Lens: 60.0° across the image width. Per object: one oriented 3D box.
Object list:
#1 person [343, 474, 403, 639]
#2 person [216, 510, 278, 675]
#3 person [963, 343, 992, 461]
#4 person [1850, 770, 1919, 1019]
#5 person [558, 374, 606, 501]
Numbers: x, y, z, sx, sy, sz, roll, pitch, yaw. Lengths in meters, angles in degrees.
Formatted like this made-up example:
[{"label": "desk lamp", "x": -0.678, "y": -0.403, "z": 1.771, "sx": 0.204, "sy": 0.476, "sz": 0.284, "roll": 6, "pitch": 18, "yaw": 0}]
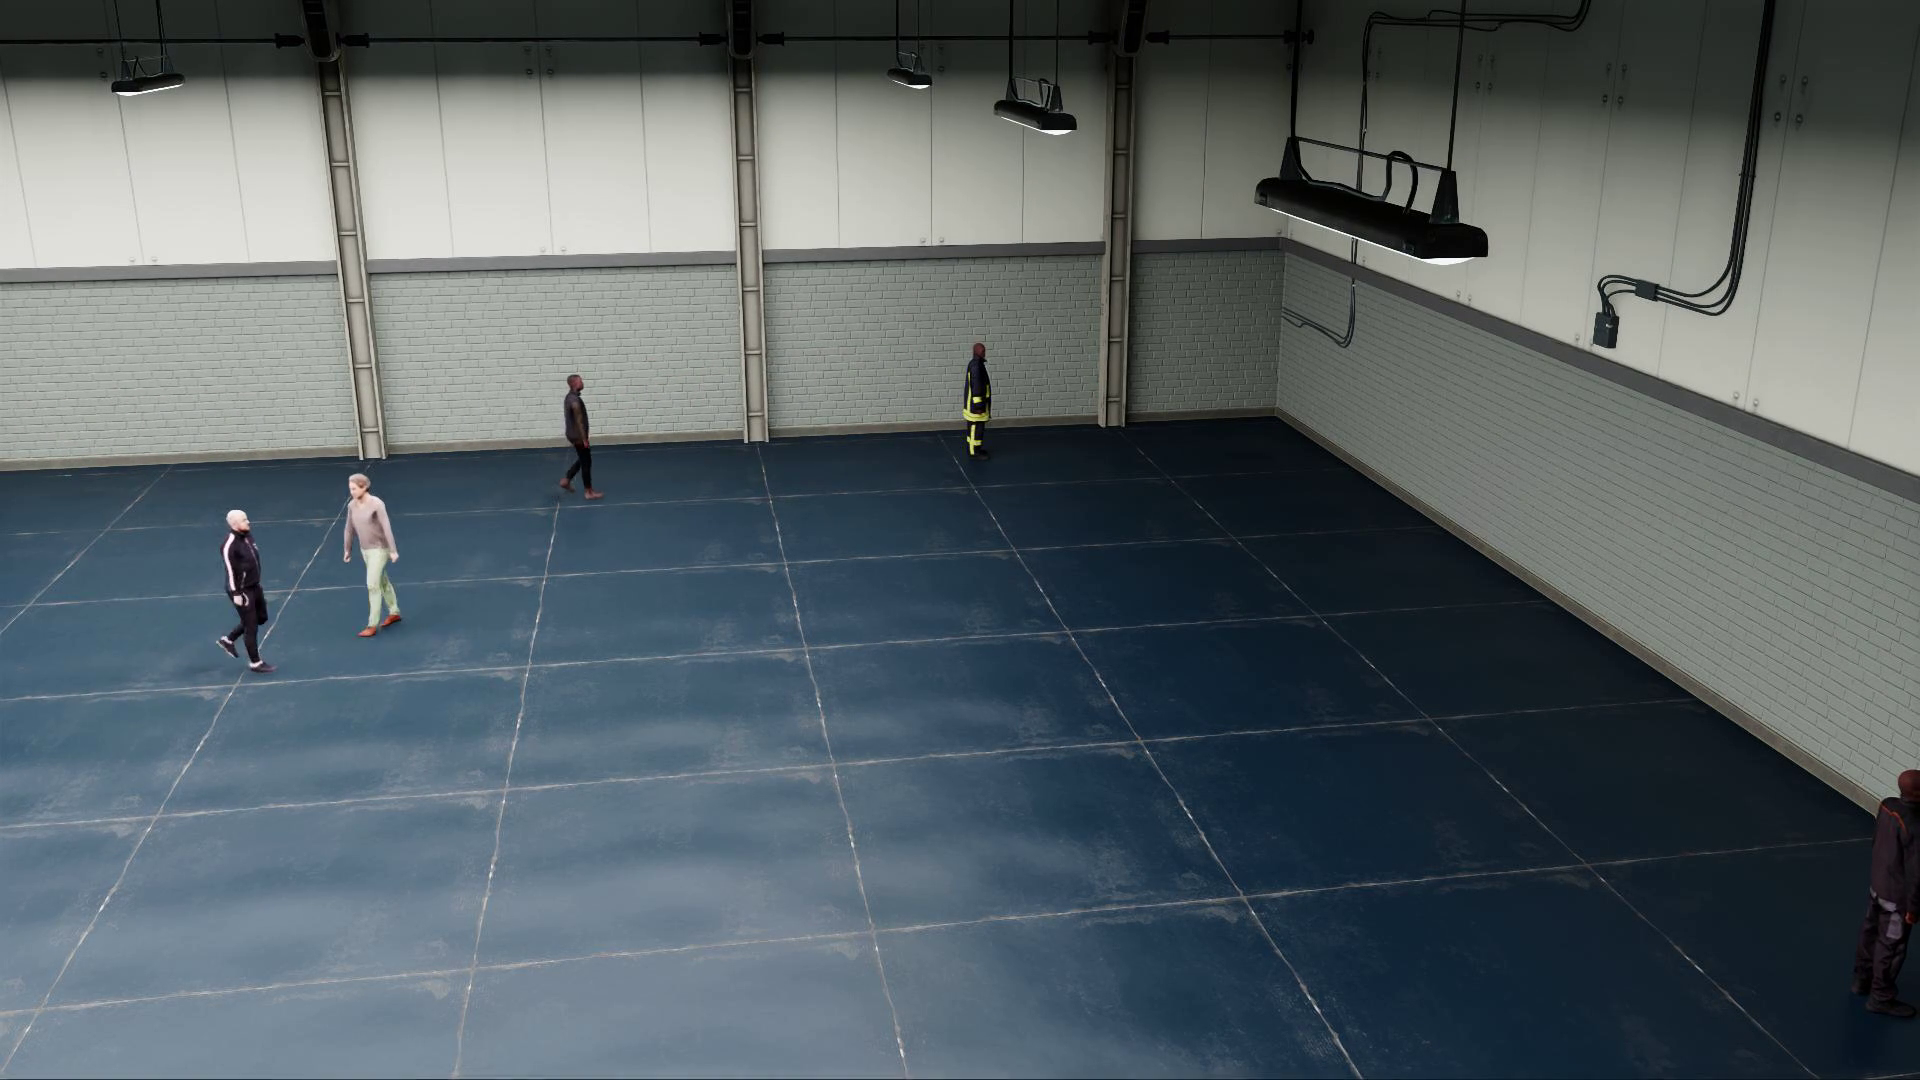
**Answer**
[{"label": "person", "x": -6.565, "y": 0.123, "z": 18.850, "sx": 1.106, "sy": 1.839, "sz": 1.118, "roll": 9, "pitch": 20, "yaw": 26}, {"label": "person", "x": -7.648, "y": 0.555, "z": 17.555, "sx": 0.957, "sy": 1.819, "sz": 0.767, "roll": 0, "pitch": 18, "yaw": 1}, {"label": "person", "x": 0.256, "y": -2.183, "z": 25.958, "sx": 0.693, "sy": 1.822, "sz": 0.770, "roll": -1, "pitch": 18, "yaw": -3}, {"label": "person", "x": 6.588, "y": 2.447, "z": 11.735, "sx": 0.671, "sy": 1.825, "sz": 0.739, "roll": 0, "pitch": 18, "yaw": 1}, {"label": "person", "x": -5.492, "y": -1.459, "z": 23.726, "sx": 0.900, "sy": 1.827, "sz": 0.781, "roll": -6, "pitch": 19, "yaw": -17}]
